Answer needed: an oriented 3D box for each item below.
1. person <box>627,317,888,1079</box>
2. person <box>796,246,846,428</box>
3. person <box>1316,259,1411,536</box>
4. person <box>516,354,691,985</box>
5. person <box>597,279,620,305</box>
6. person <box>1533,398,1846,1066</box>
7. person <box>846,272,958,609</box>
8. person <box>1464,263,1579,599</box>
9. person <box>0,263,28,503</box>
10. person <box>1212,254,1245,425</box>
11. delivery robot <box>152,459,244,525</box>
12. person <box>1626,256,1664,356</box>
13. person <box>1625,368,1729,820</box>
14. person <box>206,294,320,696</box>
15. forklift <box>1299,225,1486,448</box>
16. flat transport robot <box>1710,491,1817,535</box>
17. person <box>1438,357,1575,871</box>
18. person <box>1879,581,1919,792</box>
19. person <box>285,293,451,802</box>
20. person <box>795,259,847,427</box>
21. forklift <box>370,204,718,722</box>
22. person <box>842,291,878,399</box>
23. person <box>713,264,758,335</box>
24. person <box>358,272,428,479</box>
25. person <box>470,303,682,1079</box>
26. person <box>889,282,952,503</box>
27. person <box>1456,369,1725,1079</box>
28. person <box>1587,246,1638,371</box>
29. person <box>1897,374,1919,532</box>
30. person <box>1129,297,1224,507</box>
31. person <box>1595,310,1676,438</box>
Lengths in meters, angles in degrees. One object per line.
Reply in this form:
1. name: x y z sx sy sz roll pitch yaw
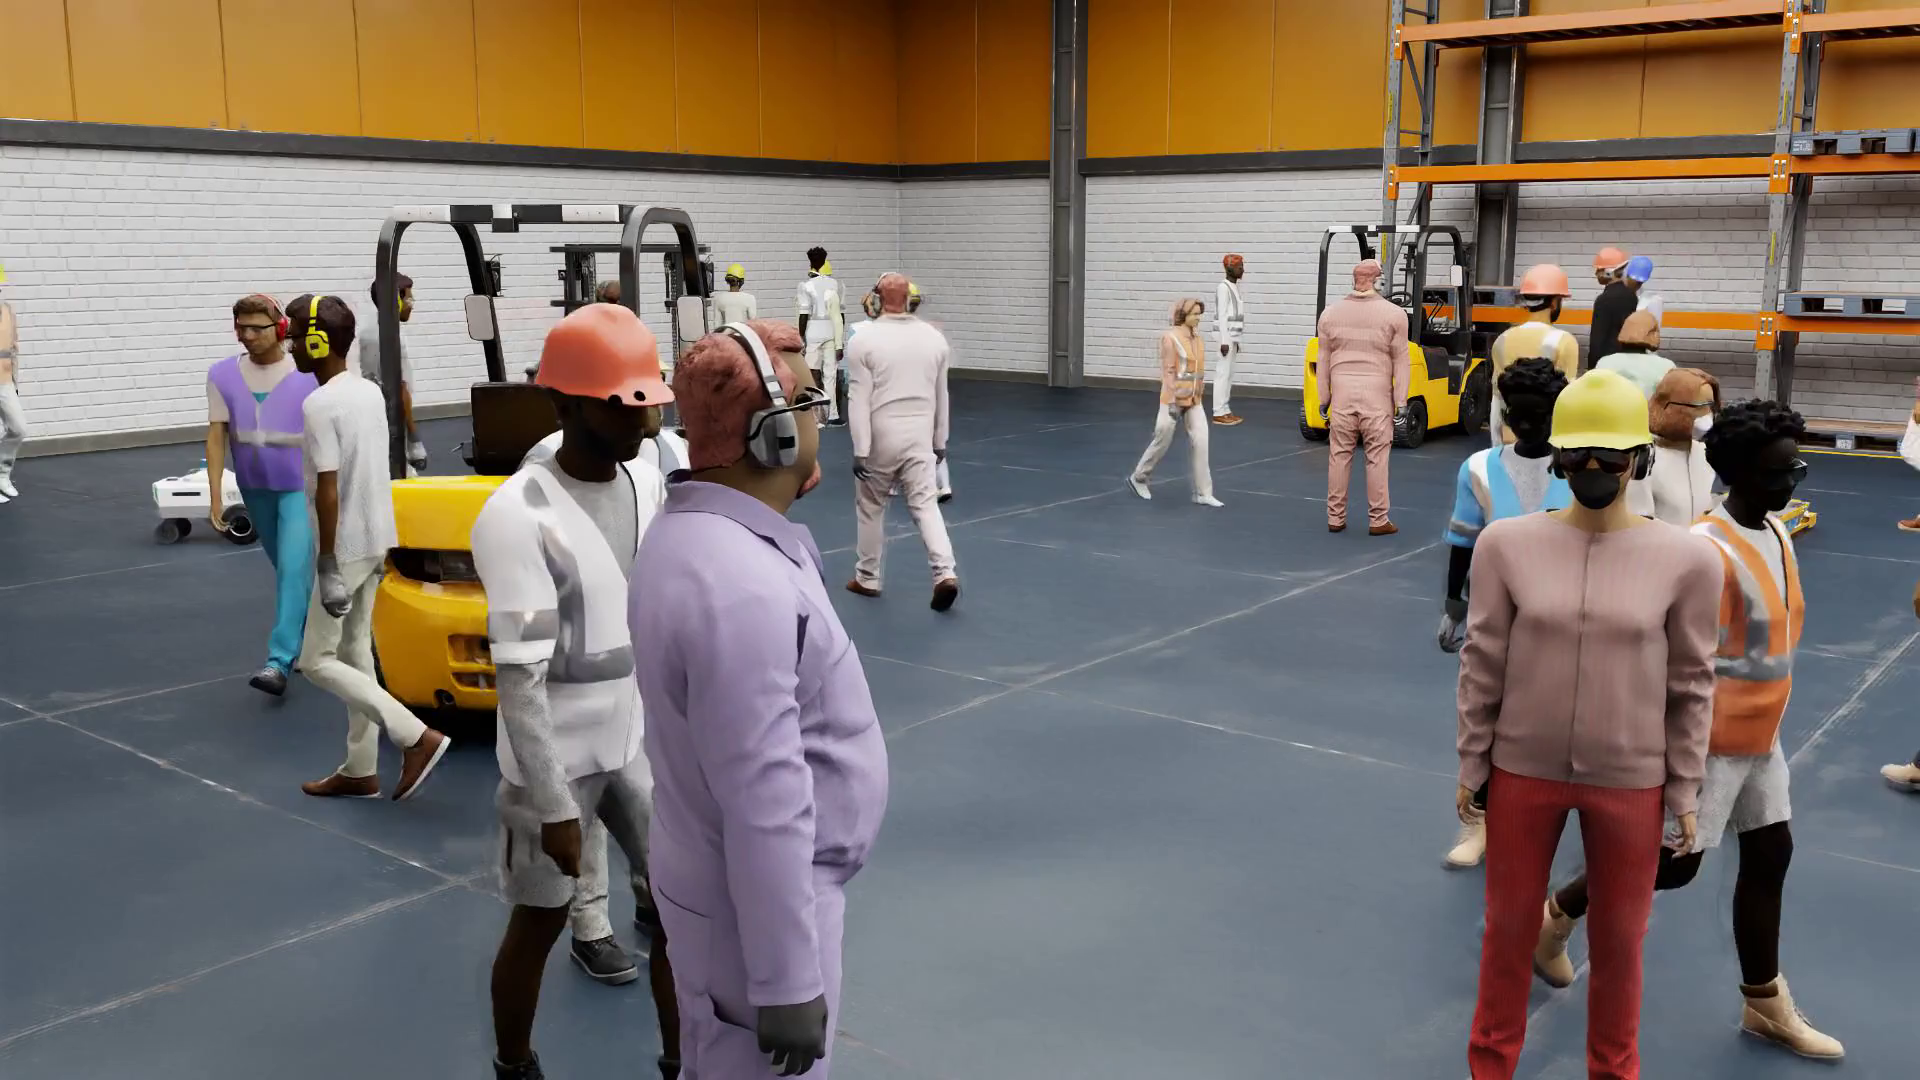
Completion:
1. person: -0.318 0.599 2.742 0.408 1.913 0.642 -3 11 -17
2. person: -1.514 -2.196 18.076 0.609 1.963 0.367 -8 13 -36
3. person: 2.801 -0.984 11.528 0.651 1.904 0.403 6 12 30
4. person: -0.929 0.292 4.644 0.404 1.837 0.594 7 13 36
5. person: -2.511 -0.866 11.218 0.942 1.795 0.645 7 12 34
6. person: 1.837 0.458 4.200 0.754 1.664 0.545 10 14 43
7. person: -0.311 -0.551 9.257 0.657 1.870 0.950 -6 12 -30
8. person: 3.083 -0.545 9.070 0.870 1.913 0.550 -5 11 -24
9. person: -7.490 -1.225 12.858 0.436 1.906 0.604 5 11 24
10. person: 2.976 -2.219 18.428 0.337 1.882 0.584 4 11 20
11. delivery robot: -5.065 -0.311 11.279 0.707 0.478 0.477 -1 10 -7
12. person: 6.094 -1.654 15.286 0.407 1.894 0.789 -4 11 -19
13. person: 2.509 0.198 5.844 0.528 1.588 0.837 -6 12 -29
14. person: -3.112 -0.206 7.532 0.561 1.784 1.002 1 10 3
15. forklift: 4.449 -2.115 16.993 1.214 2.155 2.313 8 13 38
16. flat transport robot: 5.356 -0.143 11.397 0.652 0.197 1.431 8 13 38
17. person: 1.887 0.252 5.310 0.688 1.678 0.478 6 12 32
18. person: 3.504 0.084 5.846 0.544 1.818 0.702 -7 12 -35
19. person: -2.135 0.051 5.943 0.534 1.854 0.530 1 10 7
20. person: -1.505 -2.145 18.161 0.587 1.833 0.404 6 12 31
21. forklift: -1.766 -0.406 7.525 1.214 2.155 2.313 1 10 7
22. person: -0.708 -1.337 14.327 0.505 1.604 0.816 -8 13 -37
23. person: -2.508 -2.213 18.724 0.523 1.769 0.309 2 10 11
24. person: -3.220 -0.594 9.513 0.388 1.851 0.505 -7 13 -35
25. person: -0.730 0.453 3.571 0.820 1.899 0.604 6 12 28
26. person: -0.354 -1.156 12.991 0.528 1.725 0.892 -6 12 -30
27. person: 1.343 0.514 3.616 0.525 1.769 0.312 4 11 21
28. person: 5.586 -1.513 14.237 0.634 1.980 0.623 -9 14 -41
29. person: 6.781 -0.992 11.373 0.638 1.975 0.517 -6 12 -31
30. person: 1.671 -1.075 12.870 0.508 1.604 0.814 -9 13 -40
31. person: 4.107 -0.605 10.254 0.504 1.612 0.704 9 14 41
